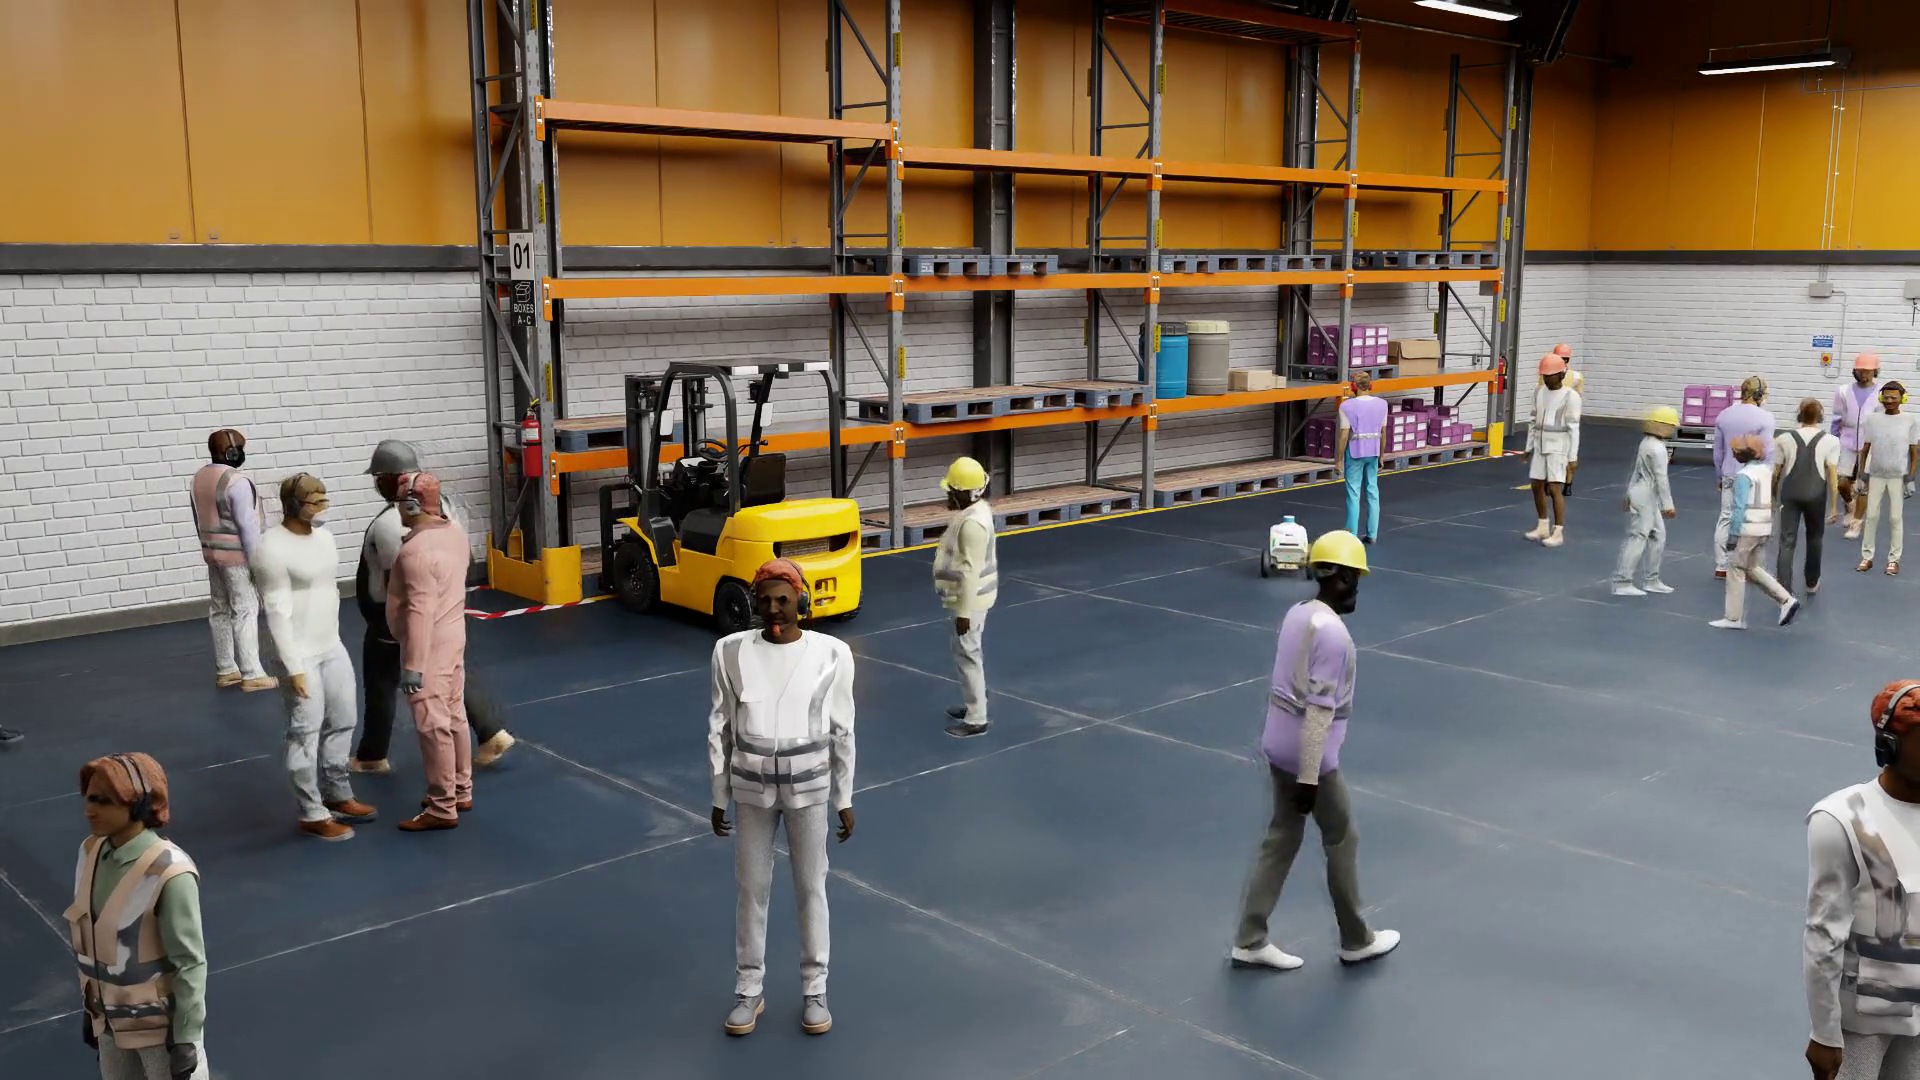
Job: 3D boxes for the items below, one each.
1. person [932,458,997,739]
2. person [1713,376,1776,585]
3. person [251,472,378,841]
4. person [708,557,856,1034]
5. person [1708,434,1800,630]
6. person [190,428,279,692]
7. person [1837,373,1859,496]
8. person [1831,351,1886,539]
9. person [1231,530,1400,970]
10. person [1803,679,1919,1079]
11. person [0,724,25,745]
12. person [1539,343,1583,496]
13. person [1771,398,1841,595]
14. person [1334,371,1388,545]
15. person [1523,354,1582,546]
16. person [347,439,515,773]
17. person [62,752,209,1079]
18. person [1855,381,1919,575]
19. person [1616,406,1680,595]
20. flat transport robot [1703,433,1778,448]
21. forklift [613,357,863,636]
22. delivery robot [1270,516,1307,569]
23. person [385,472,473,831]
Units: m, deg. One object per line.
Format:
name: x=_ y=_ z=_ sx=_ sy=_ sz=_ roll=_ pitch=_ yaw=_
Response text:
person: x=0.027 y=0.368 z=10.462 sx=0.406 sy=1.805 sz=0.644 roll=0 pitch=10 yaw=-1
person: x=7.275 y=-0.553 z=15.434 sx=0.371 sy=1.934 sz=0.627 roll=-4 pitch=11 yaw=-24
person: x=-3.367 y=0.610 z=8.639 sx=0.434 sy=1.936 sz=0.643 roll=2 pitch=10 yaw=13
person: x=-0.695 y=0.999 z=6.494 sx=0.574 sy=1.883 sz=0.355 roll=0 pitch=10 yaw=0
person: x=6.449 y=-0.053 z=13.416 sx=0.561 sy=1.612 sz=0.565 roll=-9 pitch=14 yaw=-44
person: x=-5.075 y=0.139 z=11.651 sx=0.621 sy=1.844 sz=0.429 roll=7 pitch=12 yaw=34
person: x=11.394 y=-1.383 z=21.139 sx=0.530 sy=1.644 sz=0.321 roll=-6 pitch=12 yaw=-33
person: x=9.725 y=-1.030 z=17.942 sx=0.608 sy=2.031 sz=0.578 roll=8 pitch=13 yaw=41
person: x=1.539 y=0.901 z=7.080 sx=0.845 sy=1.872 sz=0.612 roll=-2 pitch=10 yaw=-9
person: x=2.579 y=1.316 z=4.638 sx=0.576 sy=1.882 sz=0.355 roll=-4 pitch=11 yaw=-24
person: x=-5.980 y=0.431 z=10.014 sx=0.671 sy=1.806 sz=0.611 roll=-5 pitch=11 yaw=-28
person: x=7.578 y=-1.517 z=21.056 sx=0.542 sy=1.939 sz=0.368 roll=1 pitch=10 yaw=7
person: x=7.434 y=-0.350 z=14.648 sx=0.549 sy=1.789 sz=0.960 roll=6 pitch=11 yaw=32
person: x=4.210 y=-0.850 z=17.445 sx=0.564 sy=1.838 sz=0.388 roll=-3 pitch=10 yaw=-17
person: x=6.233 y=-0.945 z=17.479 sx=0.541 sy=2.015 sz=0.667 roll=-5 pitch=11 yaw=-28
person: x=-3.141 y=0.372 z=9.700 sx=0.979 sy=2.000 sz=0.677 roll=3 pitch=10 yaw=16
person: x=-2.360 y=1.404 z=4.817 sx=0.515 sy=1.645 sz=0.309 roll=6 pitch=11 yaw=30
person: x=8.869 y=-0.596 z=15.916 sx=0.498 sy=1.861 sz=0.326 roll=8 pitch=12 yaw=38
person: x=6.195 y=-0.332 z=14.806 sx=0.644 sy=1.713 sz=0.496 roll=2 pitch=10 yaw=13
flat transport robot: x=12.265 y=-1.510 z=25.894 sx=0.652 sy=0.197 sz=1.431 roll=-2 pitch=10 yaw=-11
forklift: x=-1.847 y=-0.414 z=13.852 sx=1.214 sy=2.155 sz=2.313 roll=-9 pitch=13 yaw=-42
delivery robot: x=3.133 y=0.014 z=15.865 sx=0.477 sy=0.478 sz=0.707 roll=2 pitch=10 yaw=10
person: x=-2.829 y=0.587 z=8.841 sx=0.407 sy=1.905 sz=0.655 roll=0 pitch=10 yaw=2
